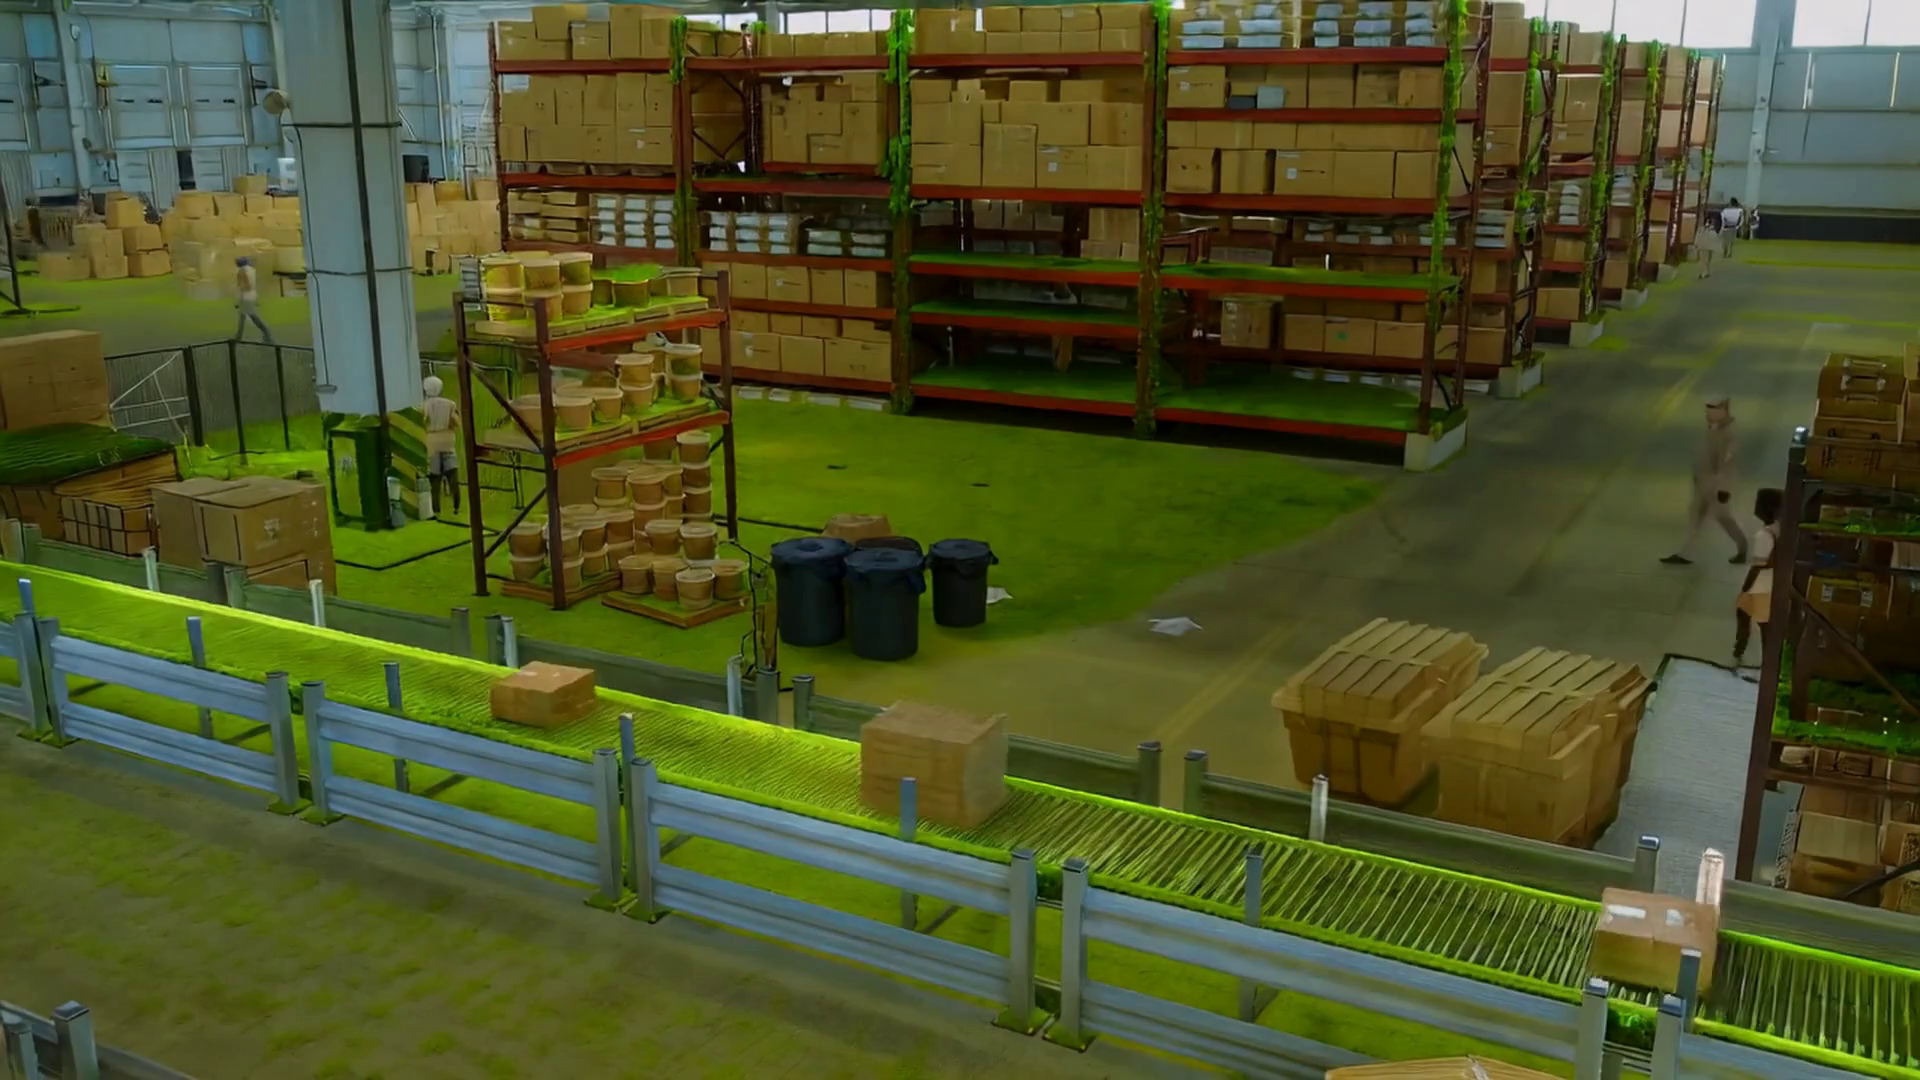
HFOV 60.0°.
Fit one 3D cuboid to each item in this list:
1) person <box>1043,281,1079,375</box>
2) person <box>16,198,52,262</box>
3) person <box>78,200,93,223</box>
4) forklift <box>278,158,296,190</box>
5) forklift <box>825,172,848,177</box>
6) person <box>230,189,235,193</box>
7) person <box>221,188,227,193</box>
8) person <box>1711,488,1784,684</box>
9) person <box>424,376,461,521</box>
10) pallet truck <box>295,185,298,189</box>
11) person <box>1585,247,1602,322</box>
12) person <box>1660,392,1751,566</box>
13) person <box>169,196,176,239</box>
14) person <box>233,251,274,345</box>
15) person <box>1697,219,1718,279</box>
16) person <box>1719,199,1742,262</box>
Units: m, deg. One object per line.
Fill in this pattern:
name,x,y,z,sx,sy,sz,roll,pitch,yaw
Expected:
person,1.729,-3.513,28.181,0.642,1.905,0.401,-6,16,-21
person,-27.898,-9.321,50.066,1.041,1.887,0.650,-11,19,-37
person,-26.523,-9.382,50.395,0.562,1.818,0.729,3,15,12
forklift,-22.529,-11.525,56.427,1.873,2.768,1.129,8,17,28
forklift,-4.620,-13.133,62.470,1.129,2.768,1.873,8,17,28
person,-26.174,-11.867,60.087,0.307,1.641,0.514,-12,19,-37
person,-24.437,-10.714,55.210,0.633,1.925,0.703,3,15,11
person,6.635,0.376,13.973,0.656,1.671,0.557,10,18,32
person,-6.074,-1.074,19.401,0.535,1.700,0.318,-12,19,-39
pallet truck,-26.804,-14.617,69.738,1.885,1.965,0.823,-14,20,-42
person,13.721,-5.785,36.457,0.395,2.040,0.609,-11,18,-35
person,7.944,-0.632,17.409,0.924,1.875,0.650,-2,15,-6
person,-25.592,-10.401,54.452,0.493,1.718,0.811,4,15,16
person,-14.159,-4.795,33.037,0.986,1.889,0.562,0,15,-1
person,20.416,-7.954,45.434,0.508,1.608,0.696,9,17,31
person,23.186,-9.312,50.070,0.602,1.875,1.029,8,17,29
